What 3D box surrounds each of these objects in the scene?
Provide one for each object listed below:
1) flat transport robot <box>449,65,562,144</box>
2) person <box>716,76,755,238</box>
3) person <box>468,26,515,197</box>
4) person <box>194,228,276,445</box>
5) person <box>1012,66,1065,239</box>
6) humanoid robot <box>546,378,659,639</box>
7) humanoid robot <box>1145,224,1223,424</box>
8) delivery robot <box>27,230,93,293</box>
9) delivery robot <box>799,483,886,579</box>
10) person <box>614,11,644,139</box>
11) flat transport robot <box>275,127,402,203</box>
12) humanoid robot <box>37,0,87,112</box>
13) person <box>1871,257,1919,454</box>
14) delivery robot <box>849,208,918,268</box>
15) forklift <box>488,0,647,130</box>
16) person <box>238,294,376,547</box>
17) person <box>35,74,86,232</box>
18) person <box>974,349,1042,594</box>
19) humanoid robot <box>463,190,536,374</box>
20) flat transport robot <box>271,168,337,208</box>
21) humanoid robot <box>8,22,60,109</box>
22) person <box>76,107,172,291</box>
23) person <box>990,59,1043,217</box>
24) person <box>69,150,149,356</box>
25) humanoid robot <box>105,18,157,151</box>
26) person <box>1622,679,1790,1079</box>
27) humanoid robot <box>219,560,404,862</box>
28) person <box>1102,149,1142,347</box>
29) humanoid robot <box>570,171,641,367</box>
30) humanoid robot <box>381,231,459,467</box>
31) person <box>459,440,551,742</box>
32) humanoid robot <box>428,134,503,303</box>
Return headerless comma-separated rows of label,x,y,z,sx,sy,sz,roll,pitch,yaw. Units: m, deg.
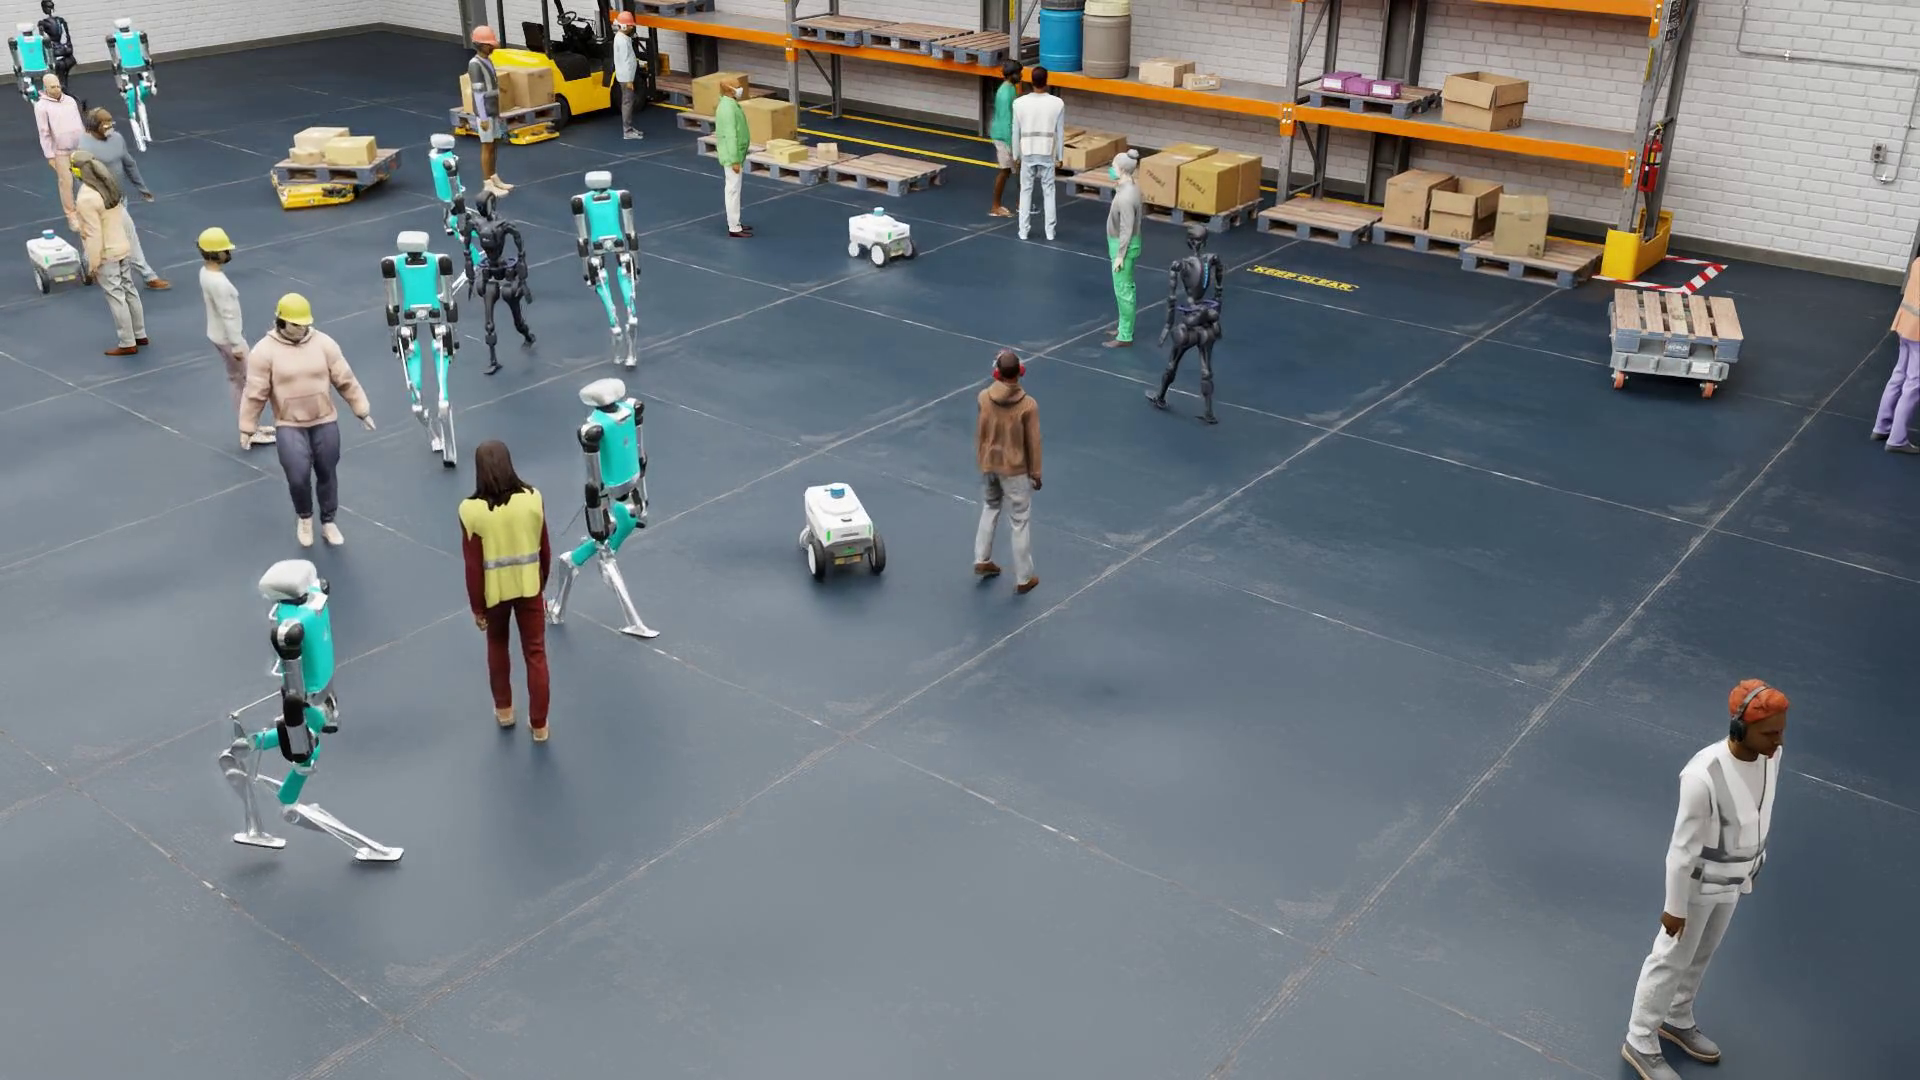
flat transport robot,-6.455,-5.857,23.700,1.431,0.231,0.659,16,30,30
person,-2.552,-4.328,18.795,0.383,1.784,0.534,-3,26,-7
person,-5.769,-5.263,20.437,0.408,2.036,0.618,0,26,-1
person,-5.764,-1.614,13.198,0.365,1.763,0.548,-18,31,-32
person,0.870,-4.319,18.635,0.590,1.909,0.380,1,26,3
humanoid robot,-2.345,-0.178,10.318,0.858,1.834,0.556,12,28,24
humanoid robot,1.899,-1.815,13.736,0.593,1.631,0.717,-14,29,-26
delivery robot,-9.385,-2.897,17.257,0.499,0.608,0.801,-21,33,-36
delivery robot,-0.834,-0.077,11.422,0.520,0.613,0.785,-7,27,-15
person,-4.673,-6.545,23.433,0.352,1.740,0.571,-6,26,-13
flat transport robot,-7.741,-4.476,20.839,0.659,0.231,1.431,2,26,4
humanoid robot,-13.566,-7.313,25.142,0.690,1.647,0.609,8,27,17
person,7.522,-1.577,13.035,0.381,1.838,0.563,1,26,1
delivery robot,-0.860,-3.292,18.081,0.499,0.612,0.810,-23,34,-39
forklift,-5.874,-7.334,24.552,1.214,2.155,2.313,19,32,34
person,-4.504,-0.808,11.434,0.879,1.839,0.488,-15,30,-29
person,-10.217,-4.429,19.015,0.415,1.774,0.537,15,30,29
person,0.297,-0.449,10.931,0.495,1.637,0.340,10,28,20
humanoid robot,-4.110,-2.354,14.897,0.610,1.638,0.778,3,26,6
flat transport robot,-8.156,-4.402,20.688,0.659,0.231,1.431,-12,28,-23
humanoid robot,-12.662,-6.247,22.882,0.536,1.763,1.028,-13,29,-25
person,-8.685,-3.478,16.924,1.008,1.881,0.719,3,26,7
person,0.694,-4.683,19.477,0.730,1.823,0.526,6,27,13
person,-7.738,-2.609,15.130,0.402,1.876,0.552,0,26,1
humanoid robot,-11.361,-6.252,22.850,0.542,1.806,0.837,-20,32,-36
person,3.074,1.398,6.819,0.582,1.882,0.337,-18,31,-32
humanoid robot,-3.362,0.912,8.058,1.040,1.769,0.564,-1,26,-2
person,1.505,-2.694,15.342,0.325,1.840,0.523,5,26,10
humanoid robot,-3.068,-2.306,14.669,0.565,1.785,0.793,-7,27,-15
humanoid robot,-4.122,-1.398,12.868,0.545,1.859,0.836,-7,27,-14
person,-2.497,0.291,9.267,0.477,1.753,0.456,-8,27,-17
humanoid robot,-4.842,-3.157,16.429,1.030,1.734,0.559,-17,31,-32
